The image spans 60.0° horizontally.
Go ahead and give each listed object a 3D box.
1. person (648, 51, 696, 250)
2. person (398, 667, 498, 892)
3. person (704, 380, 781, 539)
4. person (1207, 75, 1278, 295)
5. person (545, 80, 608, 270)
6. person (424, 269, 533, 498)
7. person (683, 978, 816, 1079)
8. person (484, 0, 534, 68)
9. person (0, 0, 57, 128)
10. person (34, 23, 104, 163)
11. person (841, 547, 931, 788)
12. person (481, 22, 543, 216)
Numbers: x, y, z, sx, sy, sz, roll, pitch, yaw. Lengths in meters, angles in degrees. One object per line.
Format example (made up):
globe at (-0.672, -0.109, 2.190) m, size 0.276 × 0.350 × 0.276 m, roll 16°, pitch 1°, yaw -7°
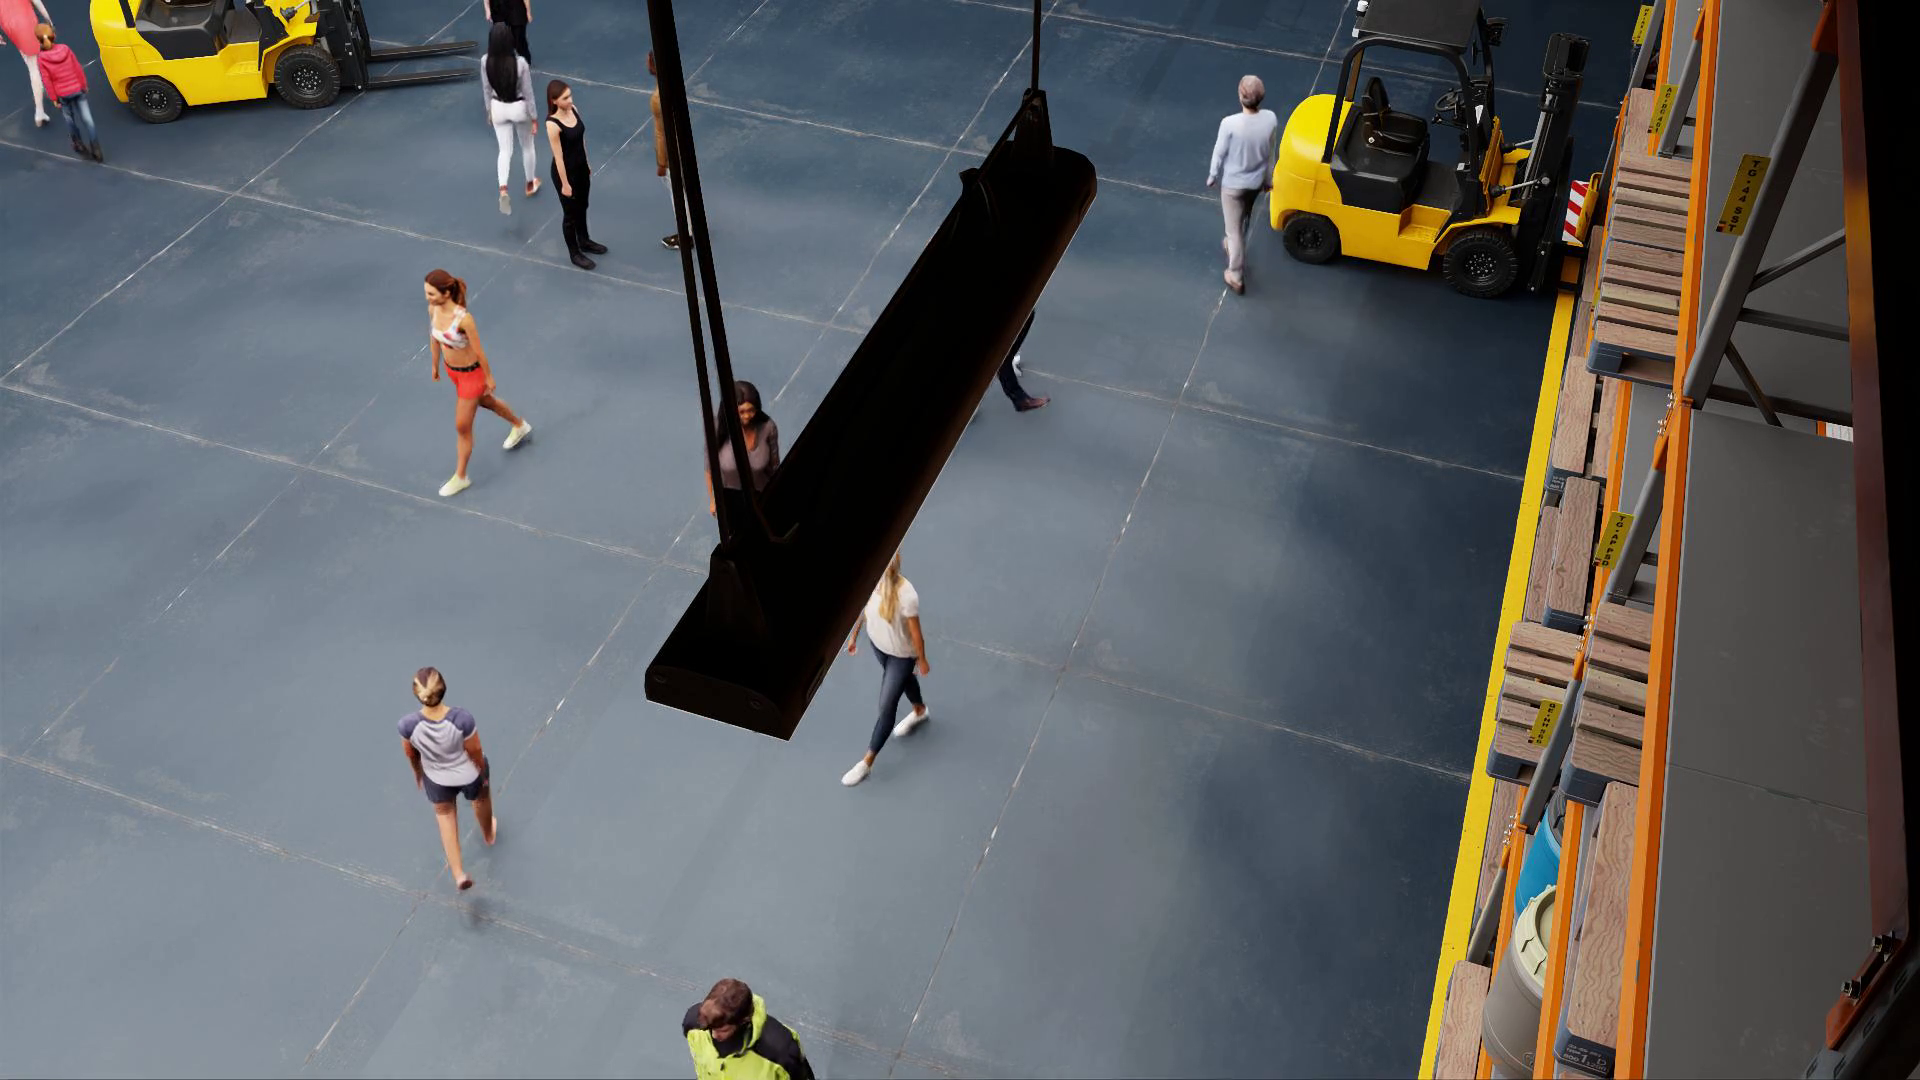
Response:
person at (-2.434, -3.334, 14.172) m, size 0.684 × 1.816 × 0.461 m, roll 15°, pitch 45°, yaw 15°
person at (-2.863, 1.362, 9.397) m, size 0.835 × 1.603 × 0.971 m, roll -8°, pitch 44°, yaw -8°
person at (-1.443, -0.351, 11.045) m, size 0.970 × 1.809 × 1.218 m, roll -4°, pitch 44°, yaw -5°
person at (2.360, -2.869, 13.647) m, size 0.977 × 1.867 × 1.093 m, roll -10°, pitch 45°, yaw -11°
person at (-3.274, -3.100, 14.020) m, size 0.657 × 1.687 × 0.479 m, roll 12°, pitch 45°, yaw 12°
person at (-3.496, -1.232, 12.018) m, size 0.828 × 1.743 × 1.220 m, roll 27°, pitch 50°, yaw 25°
person at (-0.926, 2.539, 7.905) m, size 0.799 × 1.955 × 0.711 m, roll 9°, pitch 44°, yaw 9°
person at (-4.375, -5.180, 16.233) m, size 0.742 × 1.644 × 0.901 m, roll 0°, pitch 44°, yaw 0°
person at (-8.870, -4.746, 15.674) m, size 0.899 × 1.788 × 1.124 m, roll -5°, pitch 44°, yaw -5°
person at (-8.192, -4.103, 15.352) m, size 0.710 × 1.301 × 0.751 m, roll -26°, pitch 49°, yaw -25°
person at (-0.333, 0.615, 10.053) m, size 1.156 × 1.780 × 0.955 m, roll -33°, pitch 52°, yaw -30°
person at (-3.955, -3.673, 14.610) m, size 0.811 × 1.701 × 1.108 m, roll 1°, pitch 44°, yaw 1°
